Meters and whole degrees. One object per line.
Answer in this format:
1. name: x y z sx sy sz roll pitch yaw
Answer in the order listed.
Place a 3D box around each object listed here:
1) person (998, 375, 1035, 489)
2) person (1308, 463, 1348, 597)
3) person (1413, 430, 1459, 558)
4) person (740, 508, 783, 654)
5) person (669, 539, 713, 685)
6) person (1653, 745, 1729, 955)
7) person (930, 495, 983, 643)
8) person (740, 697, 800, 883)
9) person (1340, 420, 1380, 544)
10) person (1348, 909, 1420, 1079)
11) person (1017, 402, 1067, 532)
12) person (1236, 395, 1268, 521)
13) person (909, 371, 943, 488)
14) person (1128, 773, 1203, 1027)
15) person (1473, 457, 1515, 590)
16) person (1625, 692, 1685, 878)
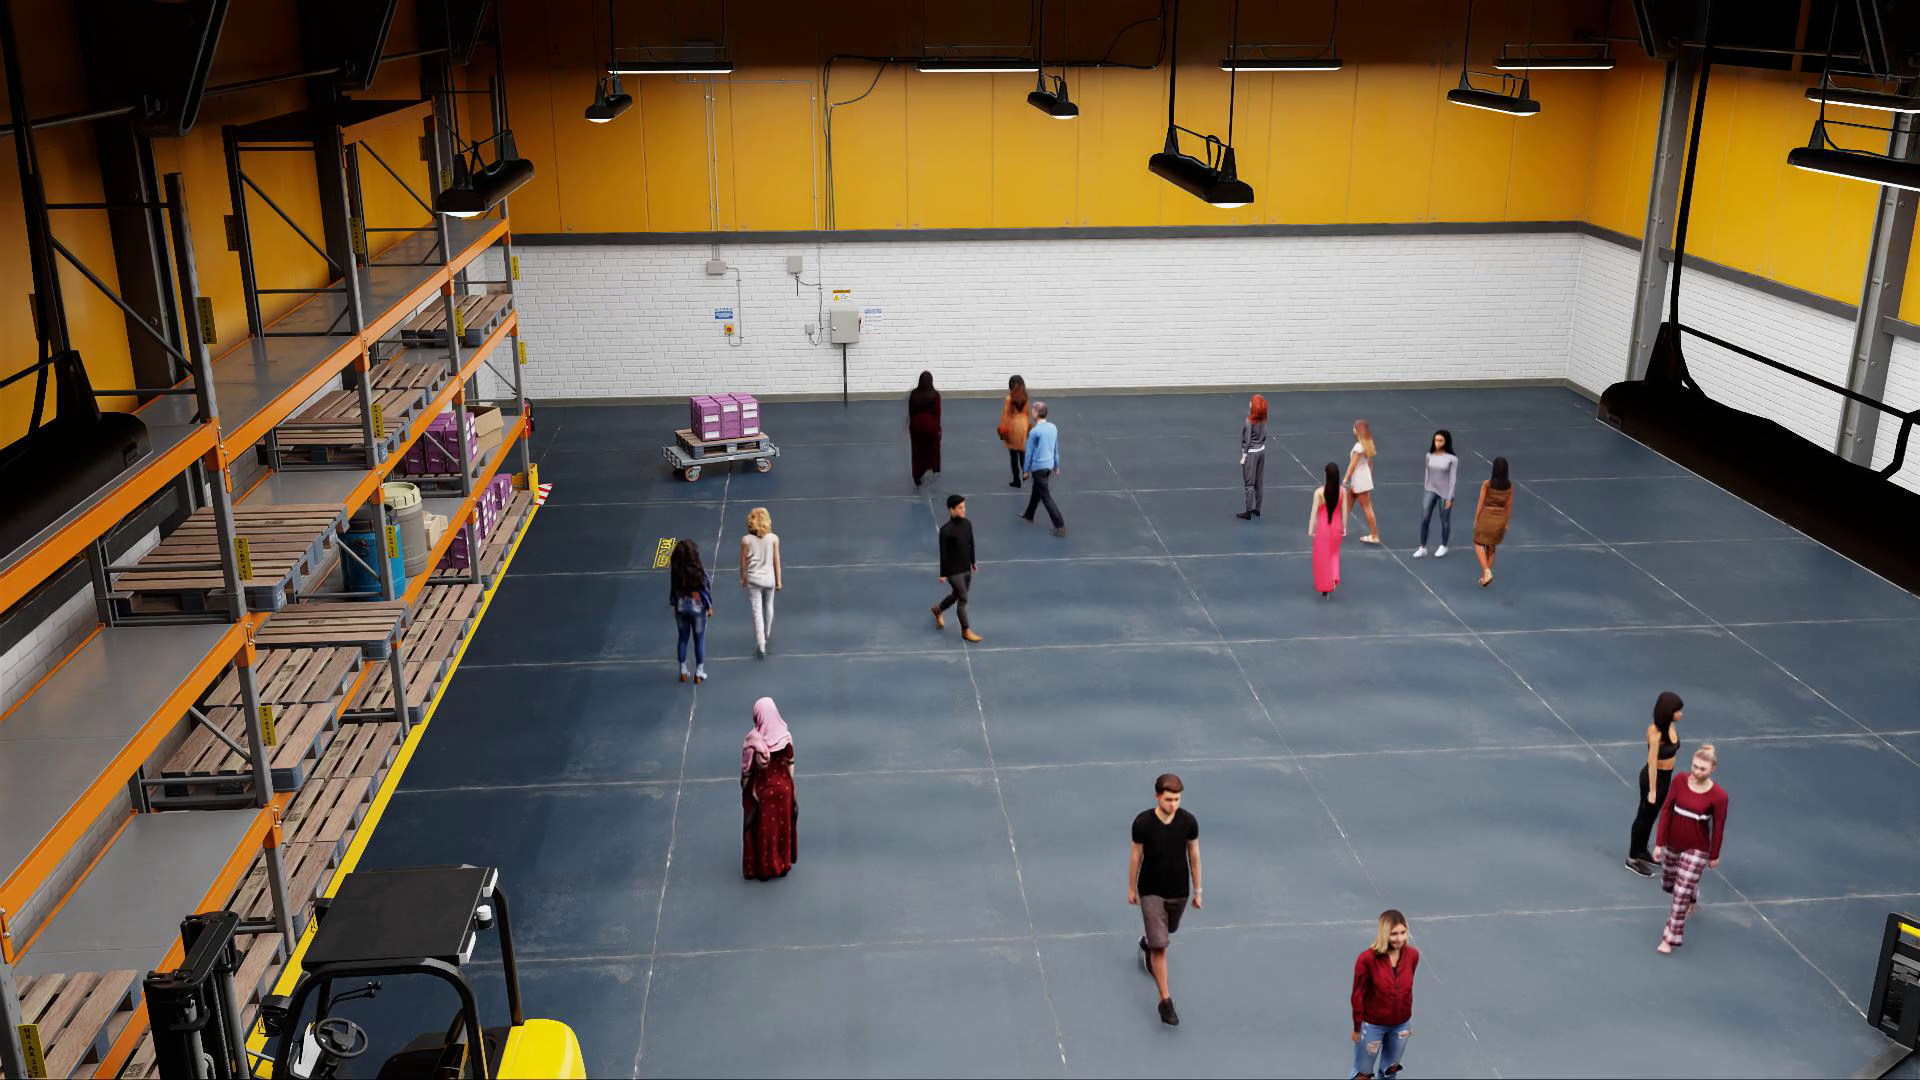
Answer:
1. person: 0.897 -1.582 24.656 0.835 1.711 0.858 -14 23 -36
2. person: 4.507 -0.079 20.184 0.638 1.715 0.720 -4 19 -11
3. person: 6.333 -0.611 21.772 0.900 1.710 0.960 14 23 36
4. person: -2.242 0.480 18.654 0.649 1.632 1.071 -2 19 -7
5. person: -2.893 0.757 17.849 0.678 1.622 0.647 4 19 11
6. person: 5.695 2.364 12.984 0.992 1.681 0.978 -17 25 -41
7. person: -0.066 0.296 19.096 1.097 1.699 1.071 13 23 34
8. person: -1.599 2.077 13.911 0.758 1.633 0.742 -10 21 -26
9. person: 5.453 -0.752 22.281 1.098 1.654 1.089 12 22 32
10. person: 2.743 3.129 10.786 0.650 1.635 0.604 -6 20 -17
11. person: 1.180 -0.959 22.721 1.152 1.765 1.256 -18 25 -42
12. person: 4.121 -1.177 23.345 0.660 1.780 0.686 -16 24 -39
13. person: -0.551 -1.613 24.754 0.925 1.706 1.163 5 19 15
14. person: 1.481 2.525 12.267 0.715 1.833 1.245 -3 19 -9
15. person: 6.593 -0.159 20.502 0.636 1.664 0.783 -2 19 -5
16. person: 5.864 2.027 14.047 0.683 1.642 0.630 16 24 39
